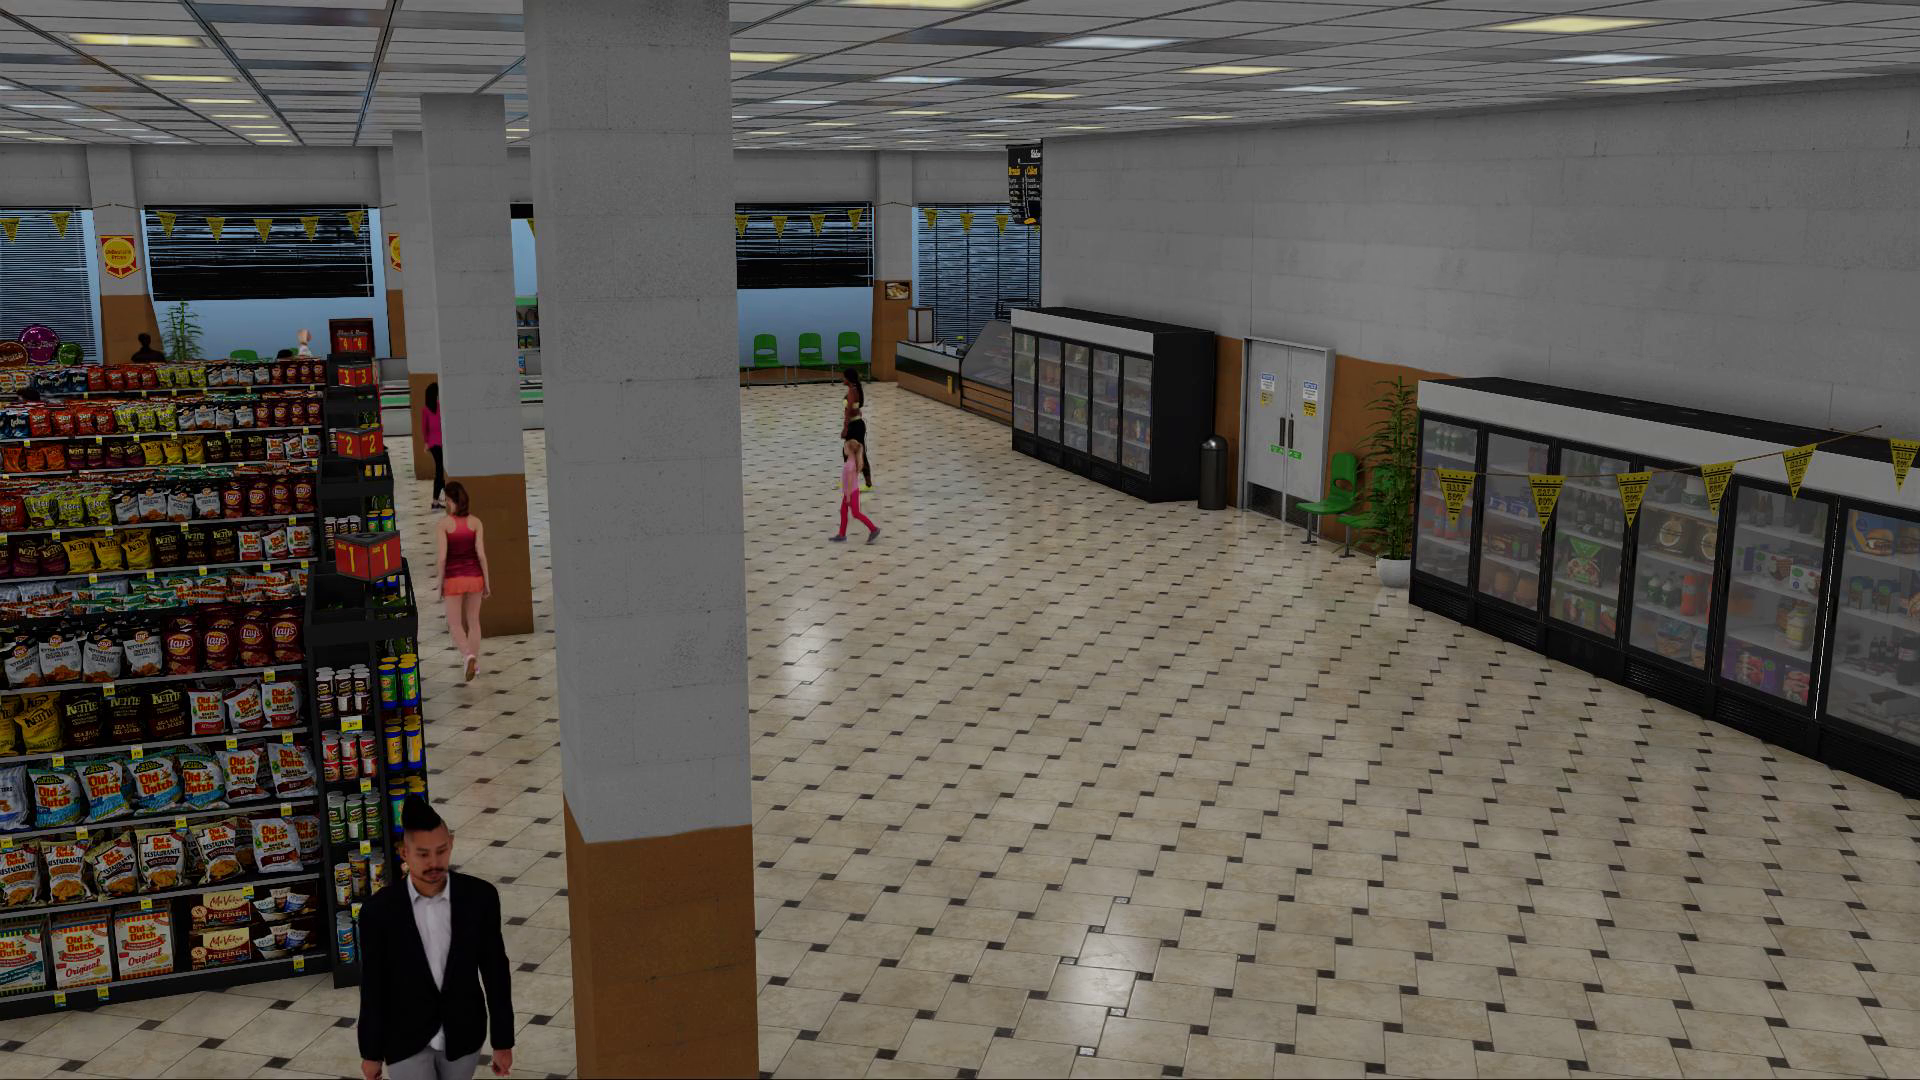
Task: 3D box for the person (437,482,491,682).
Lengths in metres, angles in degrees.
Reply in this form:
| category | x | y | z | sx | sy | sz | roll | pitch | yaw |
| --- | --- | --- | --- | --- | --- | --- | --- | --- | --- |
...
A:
| category | x | y | z | sx | sy | sz | roll | pitch | yaw |
| --- | --- | --- | --- | --- | --- | --- | --- | --- | --- |
| person | -4.235 | 0.387 | 14.181 | 0.938 | 1.725 | 0.706 | -5 | 13 | -24 |

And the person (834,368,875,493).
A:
| category | x | y | z | sx | sy | sz | roll | pitch | yaw |
| --- | --- | --- | --- | --- | --- | --- | --- | --- | --- |
| person | -1.353 | -1.518 | 23.213 | 0.887 | 1.731 | 0.732 | 0 | 12 | 1 |

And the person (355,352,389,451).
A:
| category | x | y | z | sx | sy | sz | roll | pitch | yaw |
| --- | --- | --- | --- | --- | --- | --- | --- | --- | --- |
| person | -9.530 | -2.305 | 26.865 | 0.816 | 1.766 | 0.663 | 7 | 14 | 29 |

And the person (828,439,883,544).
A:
| category | x | y | z | sx | sy | sz | roll | pitch | yaw |
| --- | --- | --- | --- | --- | --- | --- | --- | --- | --- |
| person | -1.239 | -0.571 | 19.874 | 0.937 | 1.252 | 0.680 | 0 | 12 | -1 |

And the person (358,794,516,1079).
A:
| category | x | y | z | sx | sy | sz | roll | pitch | yaw |
| --- | --- | --- | --- | --- | --- | --- | --- | --- | --- |
| person | -2.083 | 1.902 | 6.571 | 1.258 | 1.895 | 0.924 | -6 | 13 | -27 |

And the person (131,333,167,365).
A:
| category | x | y | z | sx | sy | sz | roll | pitch | yaw |
| --- | --- | --- | --- | --- | --- | --- | --- | --- | --- |
| person | -13.439 | -2.512 | 27.720 | 1.050 | 1.818 | 1.006 | 8 | 14 | 35 |
